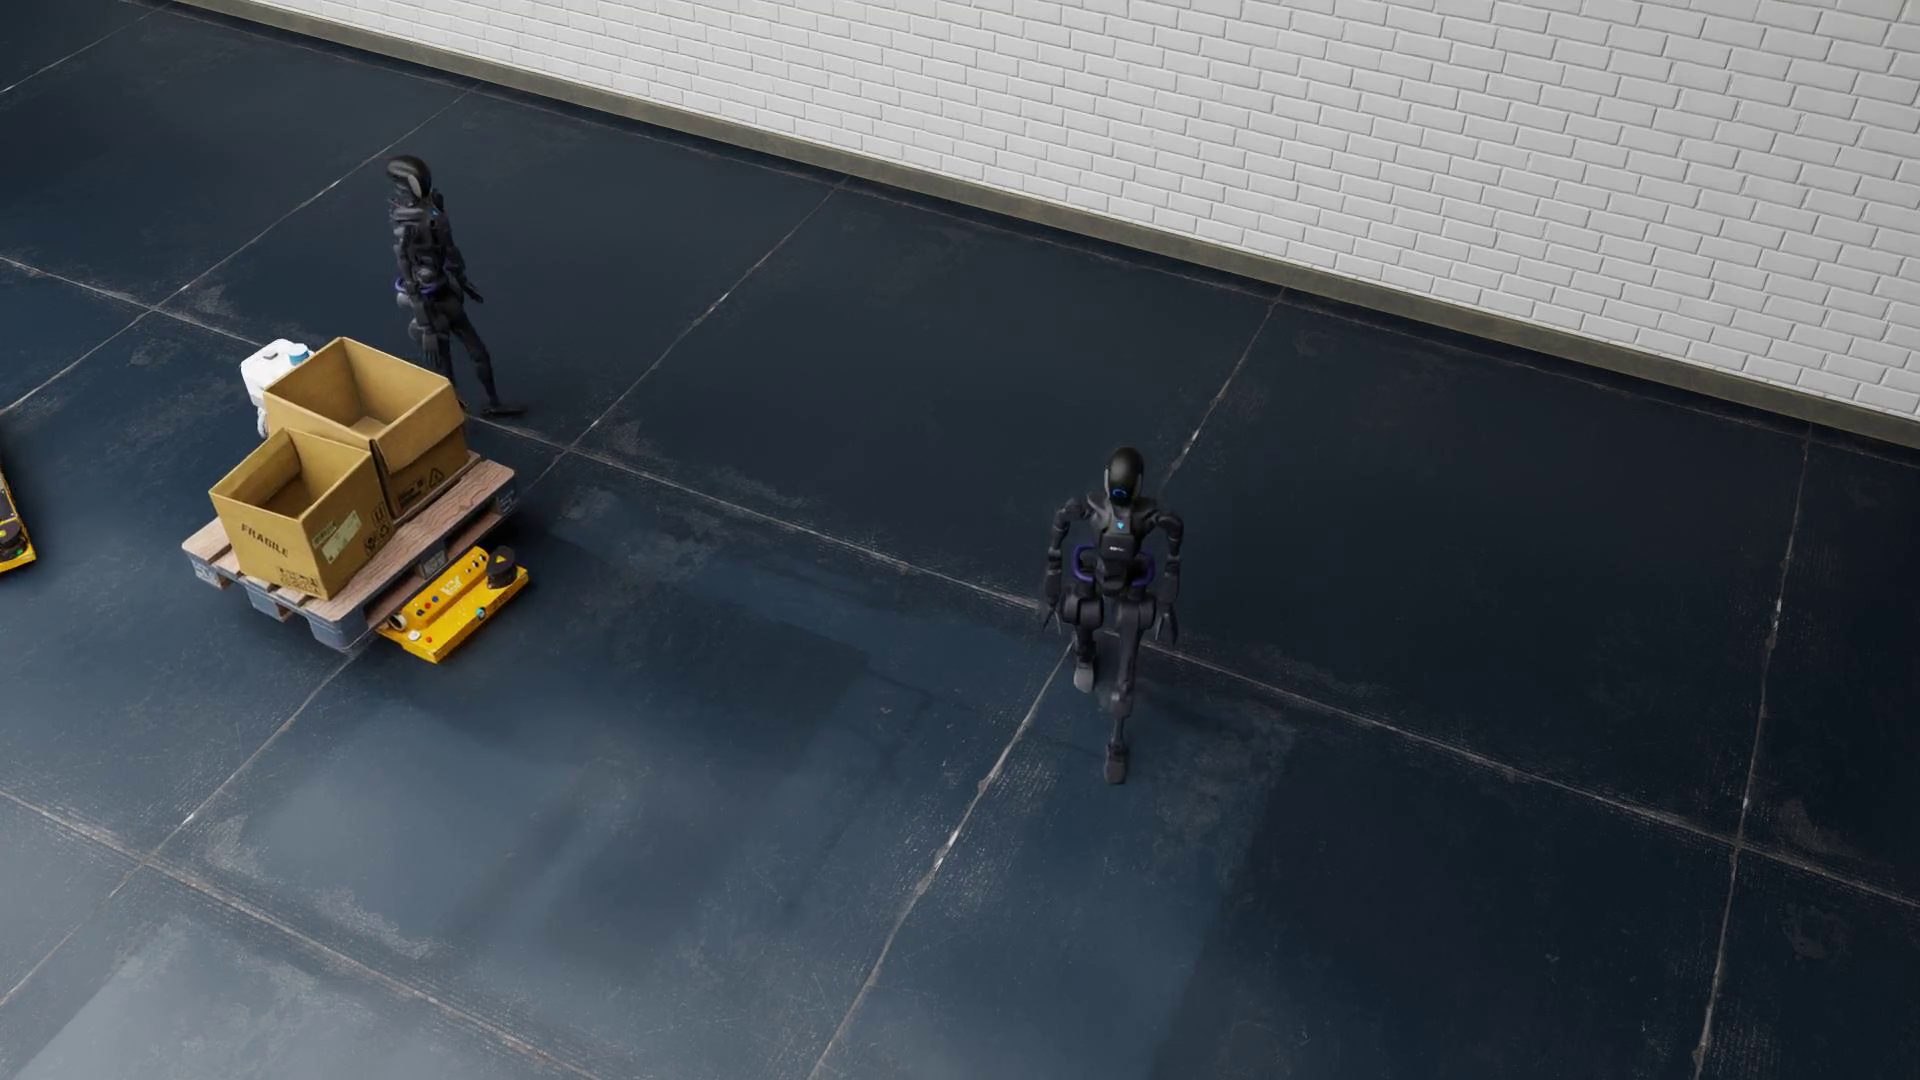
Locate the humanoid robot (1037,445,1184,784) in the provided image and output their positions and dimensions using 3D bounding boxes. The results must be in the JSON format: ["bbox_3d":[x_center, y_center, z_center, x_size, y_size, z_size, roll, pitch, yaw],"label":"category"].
[{"bbox_3d":[0.635,0.218,7.021,0.610,1.627,0.781,3,43,3],"label":"humanoid robot"}]

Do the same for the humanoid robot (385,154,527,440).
[{"bbox_3d":[-2.641,-1.218,8.533,0.465,1.646,0.584,4,43,4],"label":"humanoid robot"}]

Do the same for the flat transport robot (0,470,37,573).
[{"bbox_3d":[-5.251,-0.229,8.502,0.659,0.231,1.431,-25,48,-25],"label":"flat transport robot"}]

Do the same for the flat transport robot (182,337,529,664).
[{"bbox_3d":[-2.884,0.084,8.164,1.431,0.231,0.659,22,47,22],"label":"flat transport robot"}]

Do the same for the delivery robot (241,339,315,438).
[{"bbox_3d":[-3.437,-0.749,8.868,0.786,0.614,0.524,23,48,23],"label":"delivery robot"}]
